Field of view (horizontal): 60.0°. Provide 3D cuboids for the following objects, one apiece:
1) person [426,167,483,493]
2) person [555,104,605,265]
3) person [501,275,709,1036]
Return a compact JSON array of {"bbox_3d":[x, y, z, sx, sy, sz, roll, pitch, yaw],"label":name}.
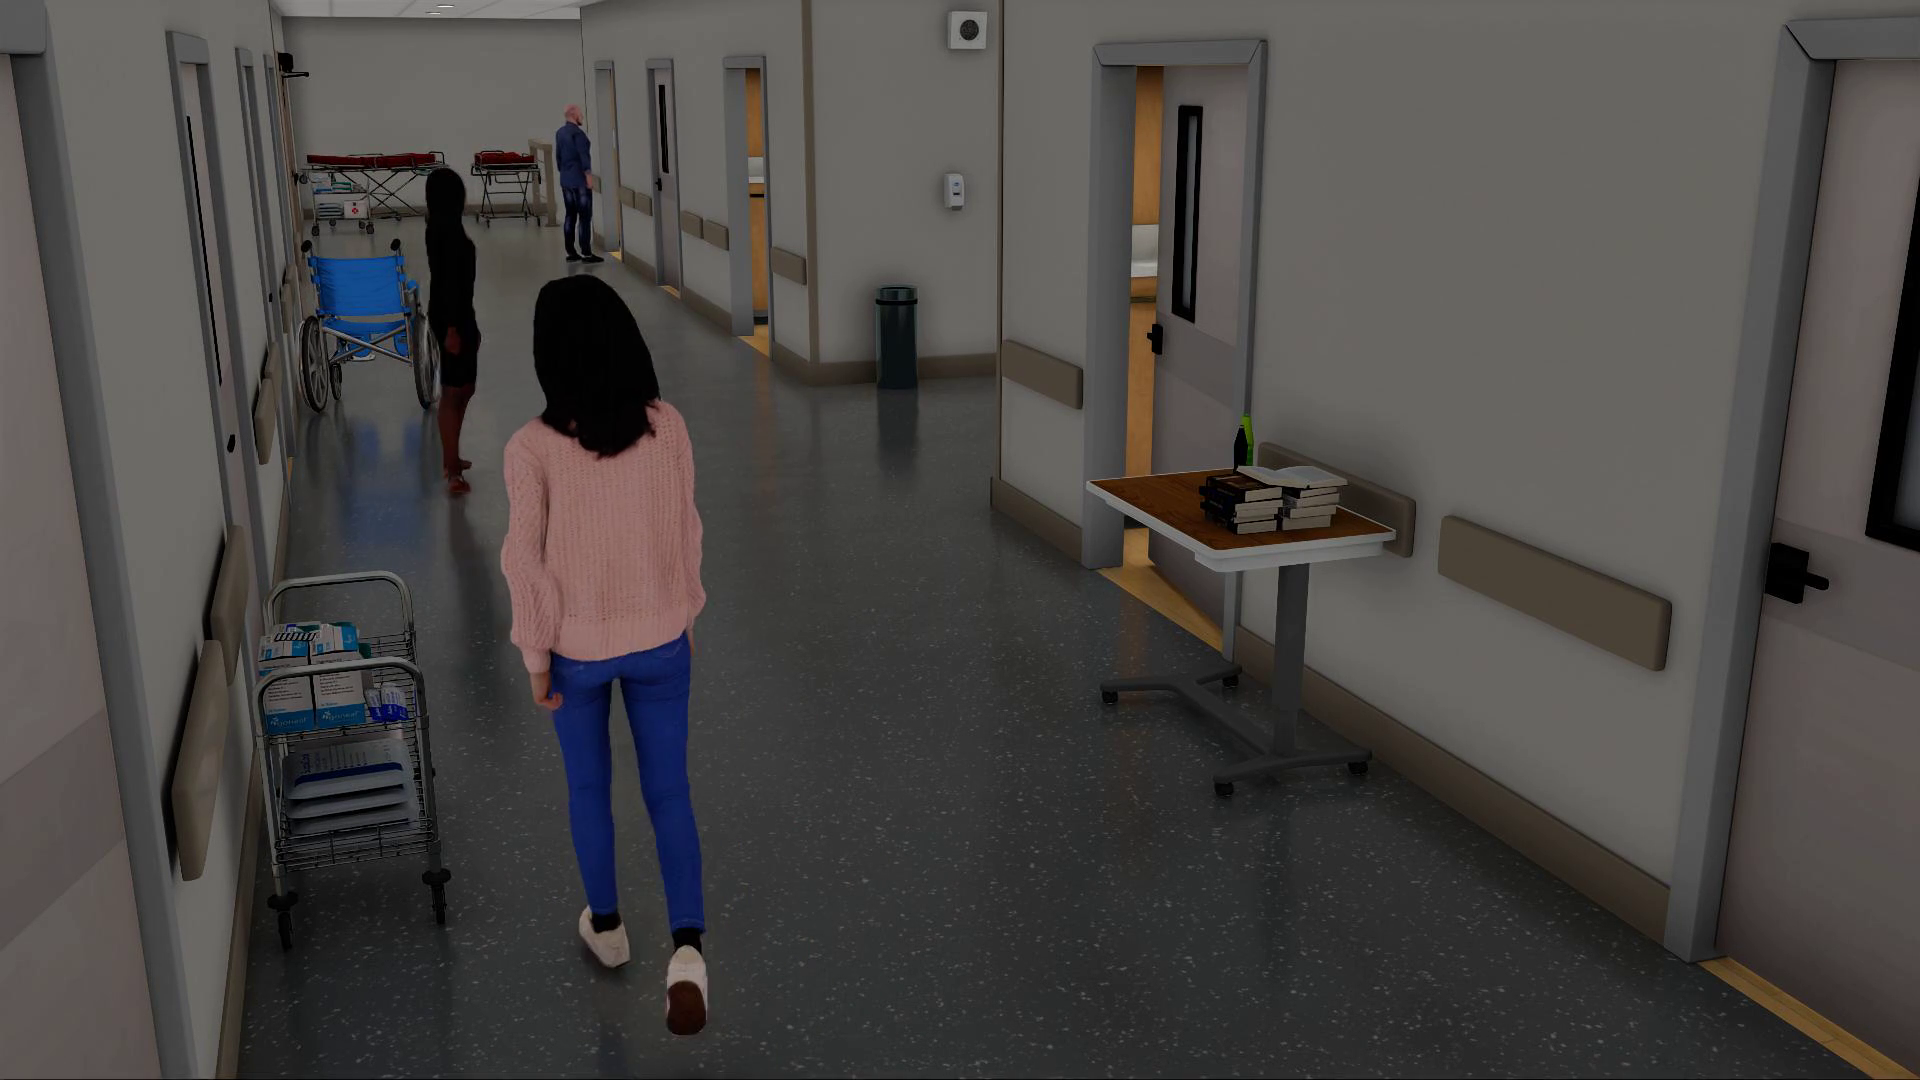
[{"bbox_3d":[-2.734,-1.120,8.926,0.822,1.701,0.458,-1,16,-2],"label":"person"},{"bbox_3d":[-4.515,-4.190,19.585,0.735,1.825,0.864,13,20,38],"label":"person"},{"bbox_3d":[-0.770,0.292,3.833,0.624,1.748,1.051,-6,17,-20],"label":"person"}]
